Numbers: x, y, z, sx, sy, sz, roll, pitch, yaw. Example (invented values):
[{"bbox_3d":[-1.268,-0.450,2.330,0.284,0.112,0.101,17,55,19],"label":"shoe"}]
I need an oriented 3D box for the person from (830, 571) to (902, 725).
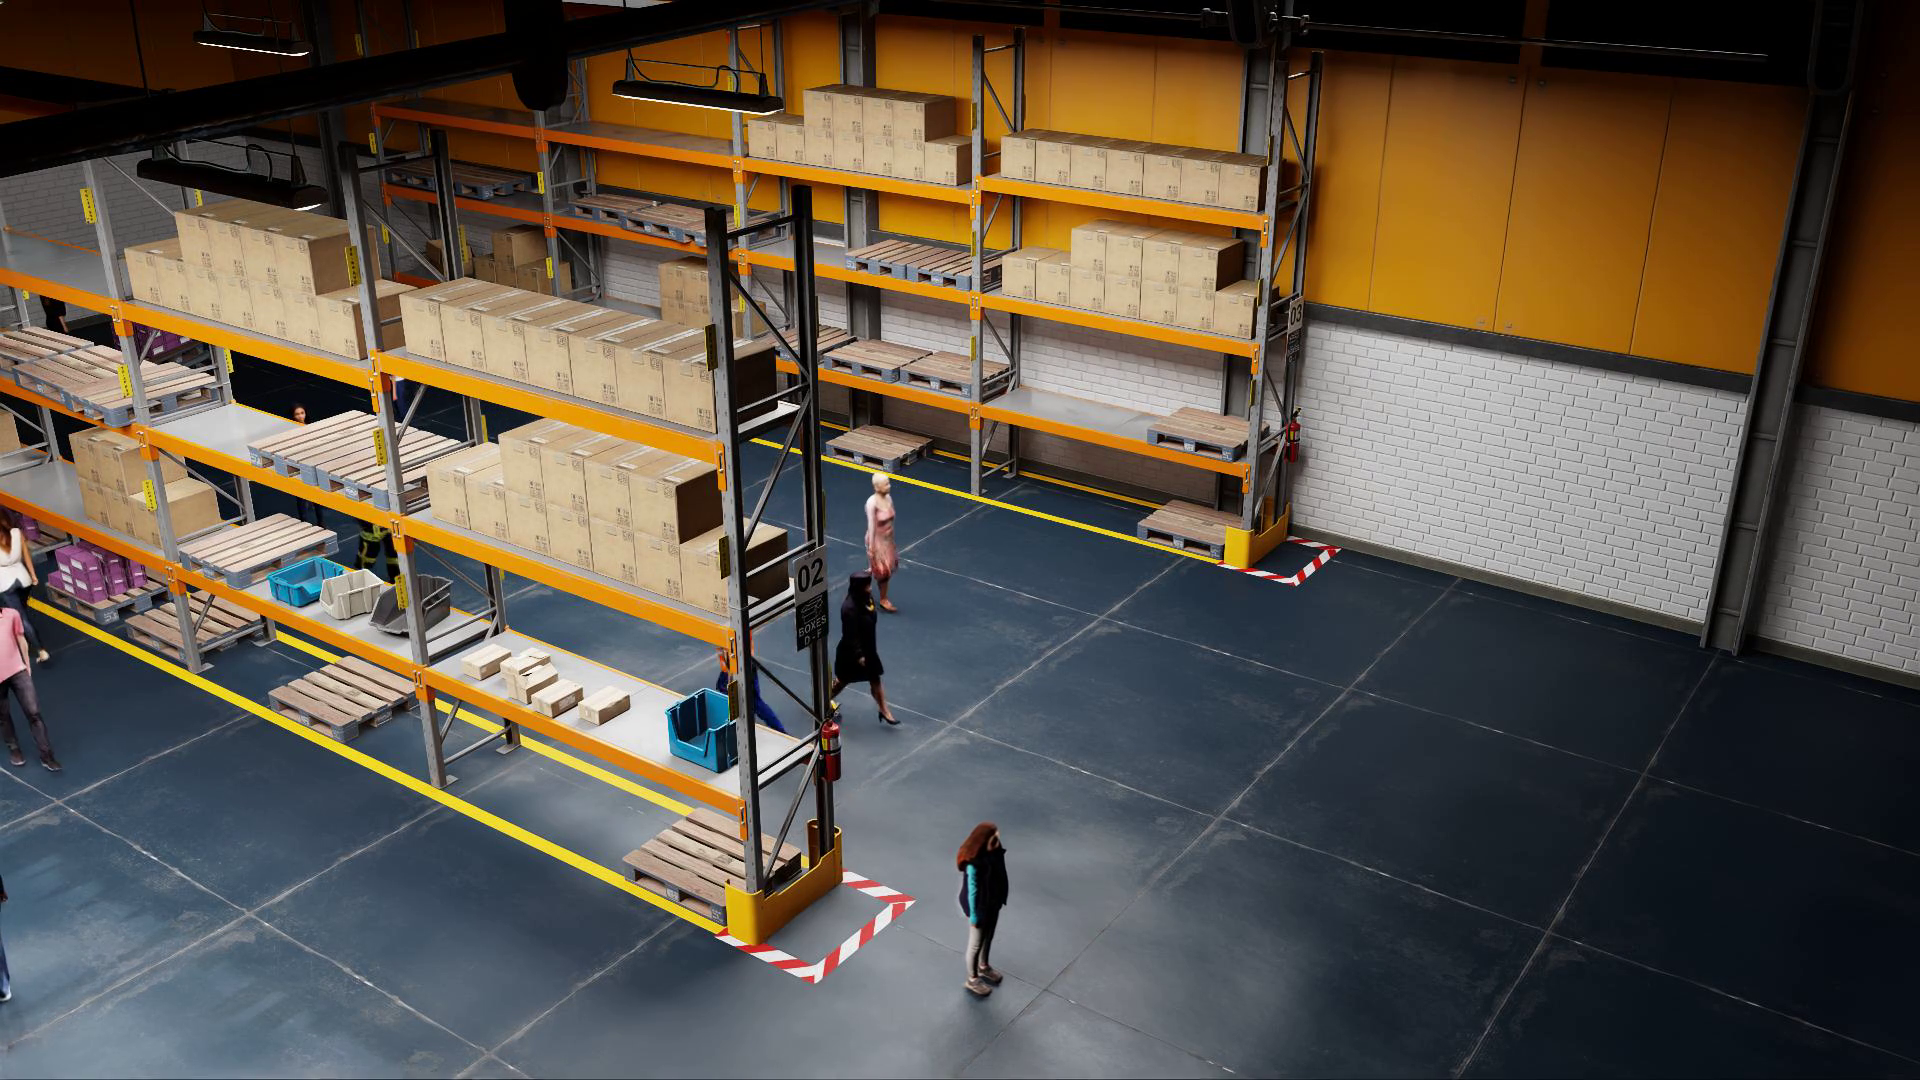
[{"bbox_3d":[-1.094,1.101,16.551,1.092,1.628,0.765,12,26,26],"label":"person"}]

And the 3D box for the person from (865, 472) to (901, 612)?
[{"bbox_3d":[-0.984,0.012,18.985,0.868,1.674,0.633,12,27,26],"label":"person"}]

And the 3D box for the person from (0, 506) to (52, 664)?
[{"bbox_3d":[-10.054,0.513,17.753,1.127,1.743,0.601,16,28,32],"label":"person"}]

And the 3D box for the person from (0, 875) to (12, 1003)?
[{"bbox_3d":[-7.441,2.778,12.577,0.708,1.738,0.751,-15,28,-31],"label":"person"}]

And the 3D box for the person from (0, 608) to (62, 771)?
[{"bbox_3d":[-9.113,1.265,15.803,0.792,1.927,1.064,-19,30,-37],"label":"person"}]

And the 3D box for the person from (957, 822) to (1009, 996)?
[{"bbox_3d":[0.174,2.803,12.818,0.569,1.500,0.557,15,28,30],"label":"person"}]

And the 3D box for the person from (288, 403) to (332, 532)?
[{"bbox_3d":[-8.262,-0.910,21.014,0.624,1.739,0.612,-18,30,-36],"label":"person"}]
